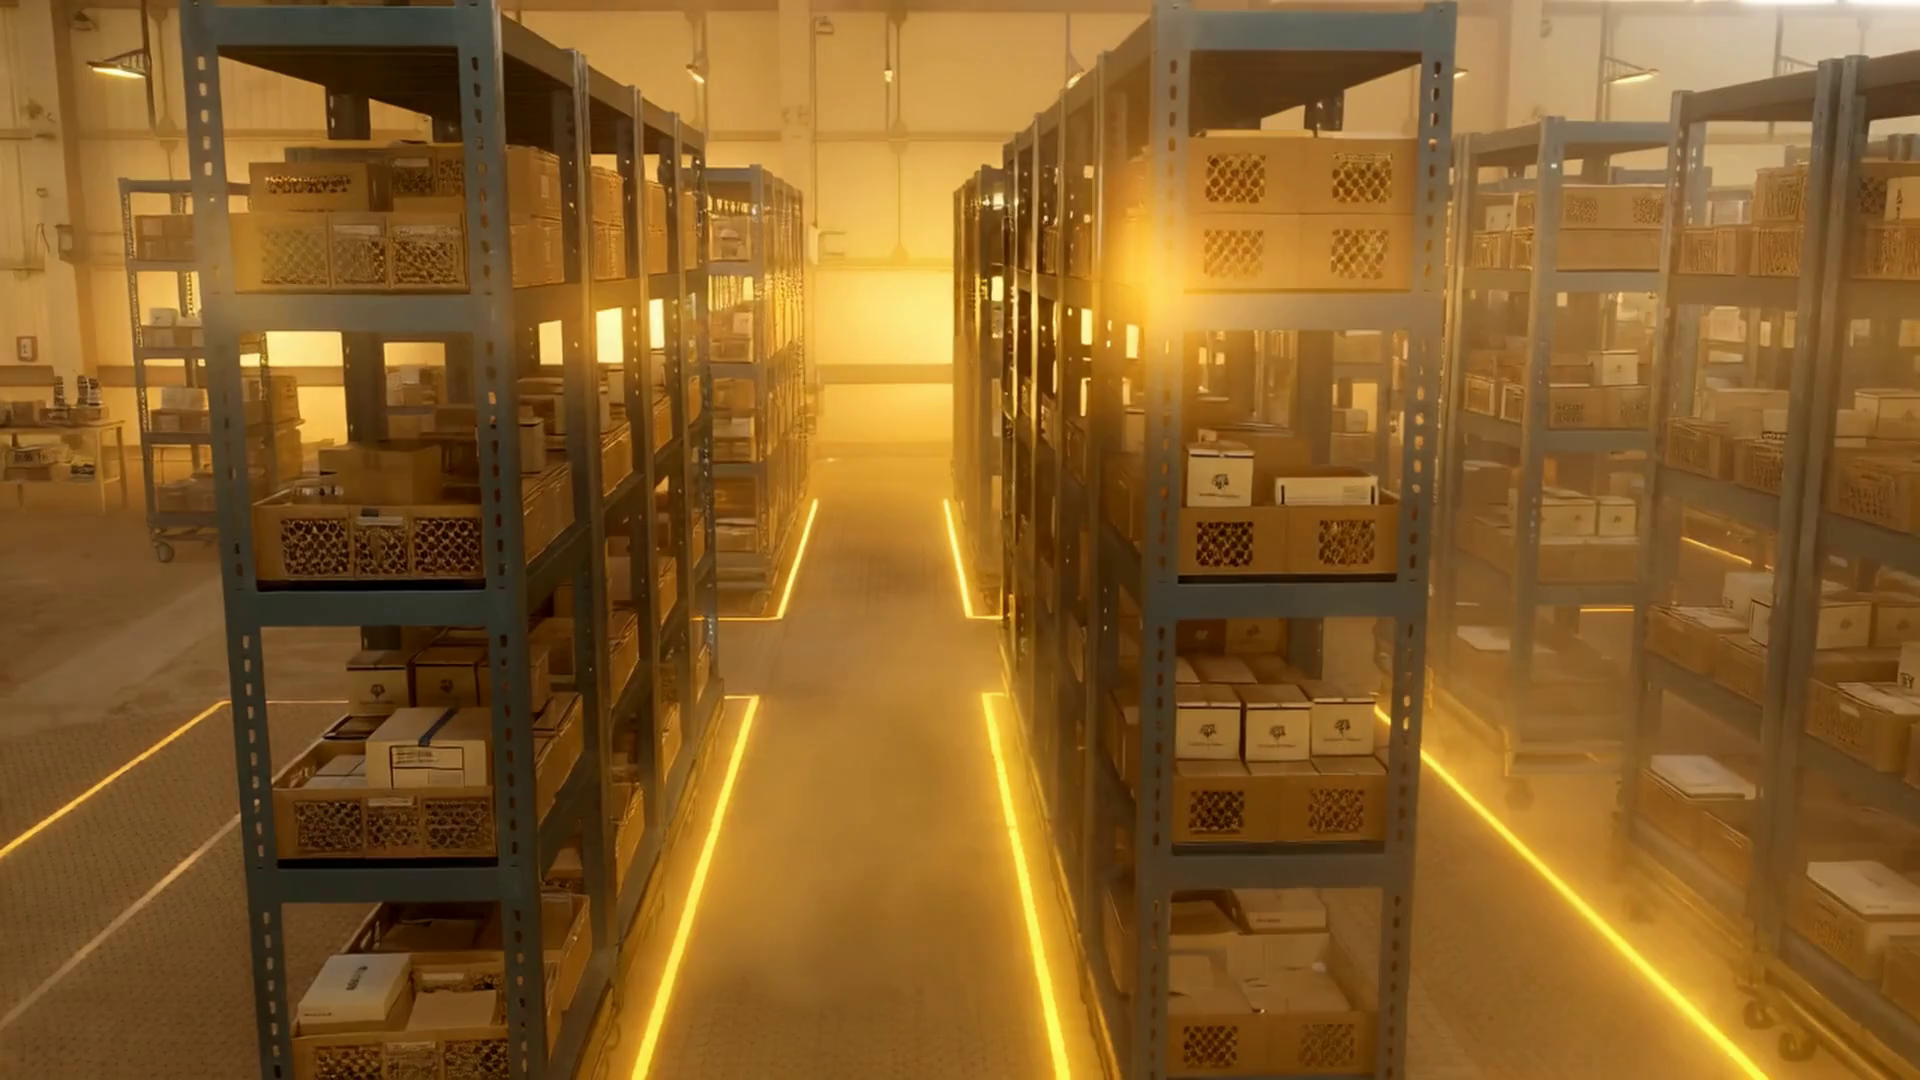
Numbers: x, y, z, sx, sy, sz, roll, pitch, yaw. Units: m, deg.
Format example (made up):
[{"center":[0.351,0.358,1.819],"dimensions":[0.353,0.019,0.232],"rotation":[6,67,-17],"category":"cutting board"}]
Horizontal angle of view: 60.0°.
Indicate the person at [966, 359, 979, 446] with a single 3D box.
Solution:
[{"center":[0.158,-1.745,21.657],"dimensions":[0.390,1.850,0.565],"rotation":[4,11,22],"category":"person"}]
